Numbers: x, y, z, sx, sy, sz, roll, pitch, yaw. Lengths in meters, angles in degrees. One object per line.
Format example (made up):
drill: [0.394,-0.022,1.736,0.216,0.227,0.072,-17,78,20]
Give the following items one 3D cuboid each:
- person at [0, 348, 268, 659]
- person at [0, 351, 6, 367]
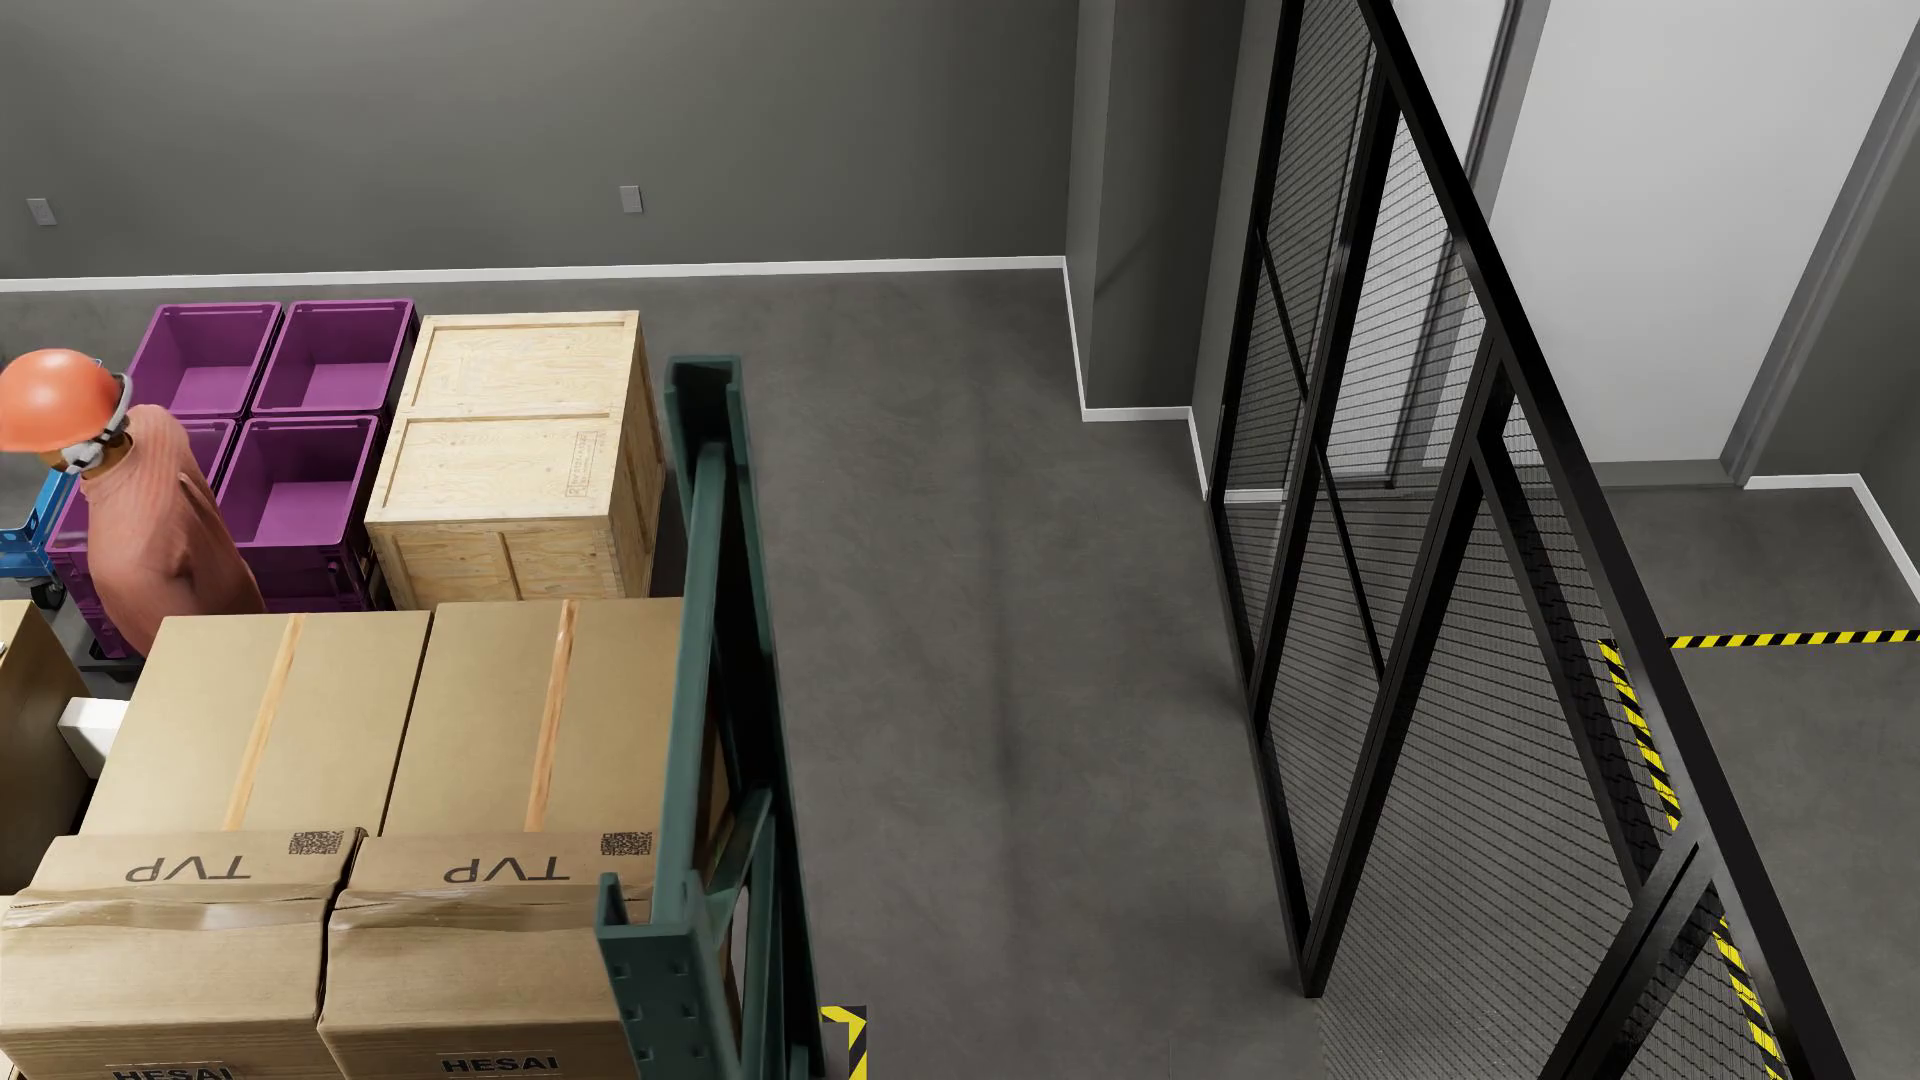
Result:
person: [-2.049,0.265,4.466,0.392,1.993,0.610,-11,47,-10]
person: [-4.033,-1.263,5.963,0.366,1.939,0.635,-3,46,-3]
